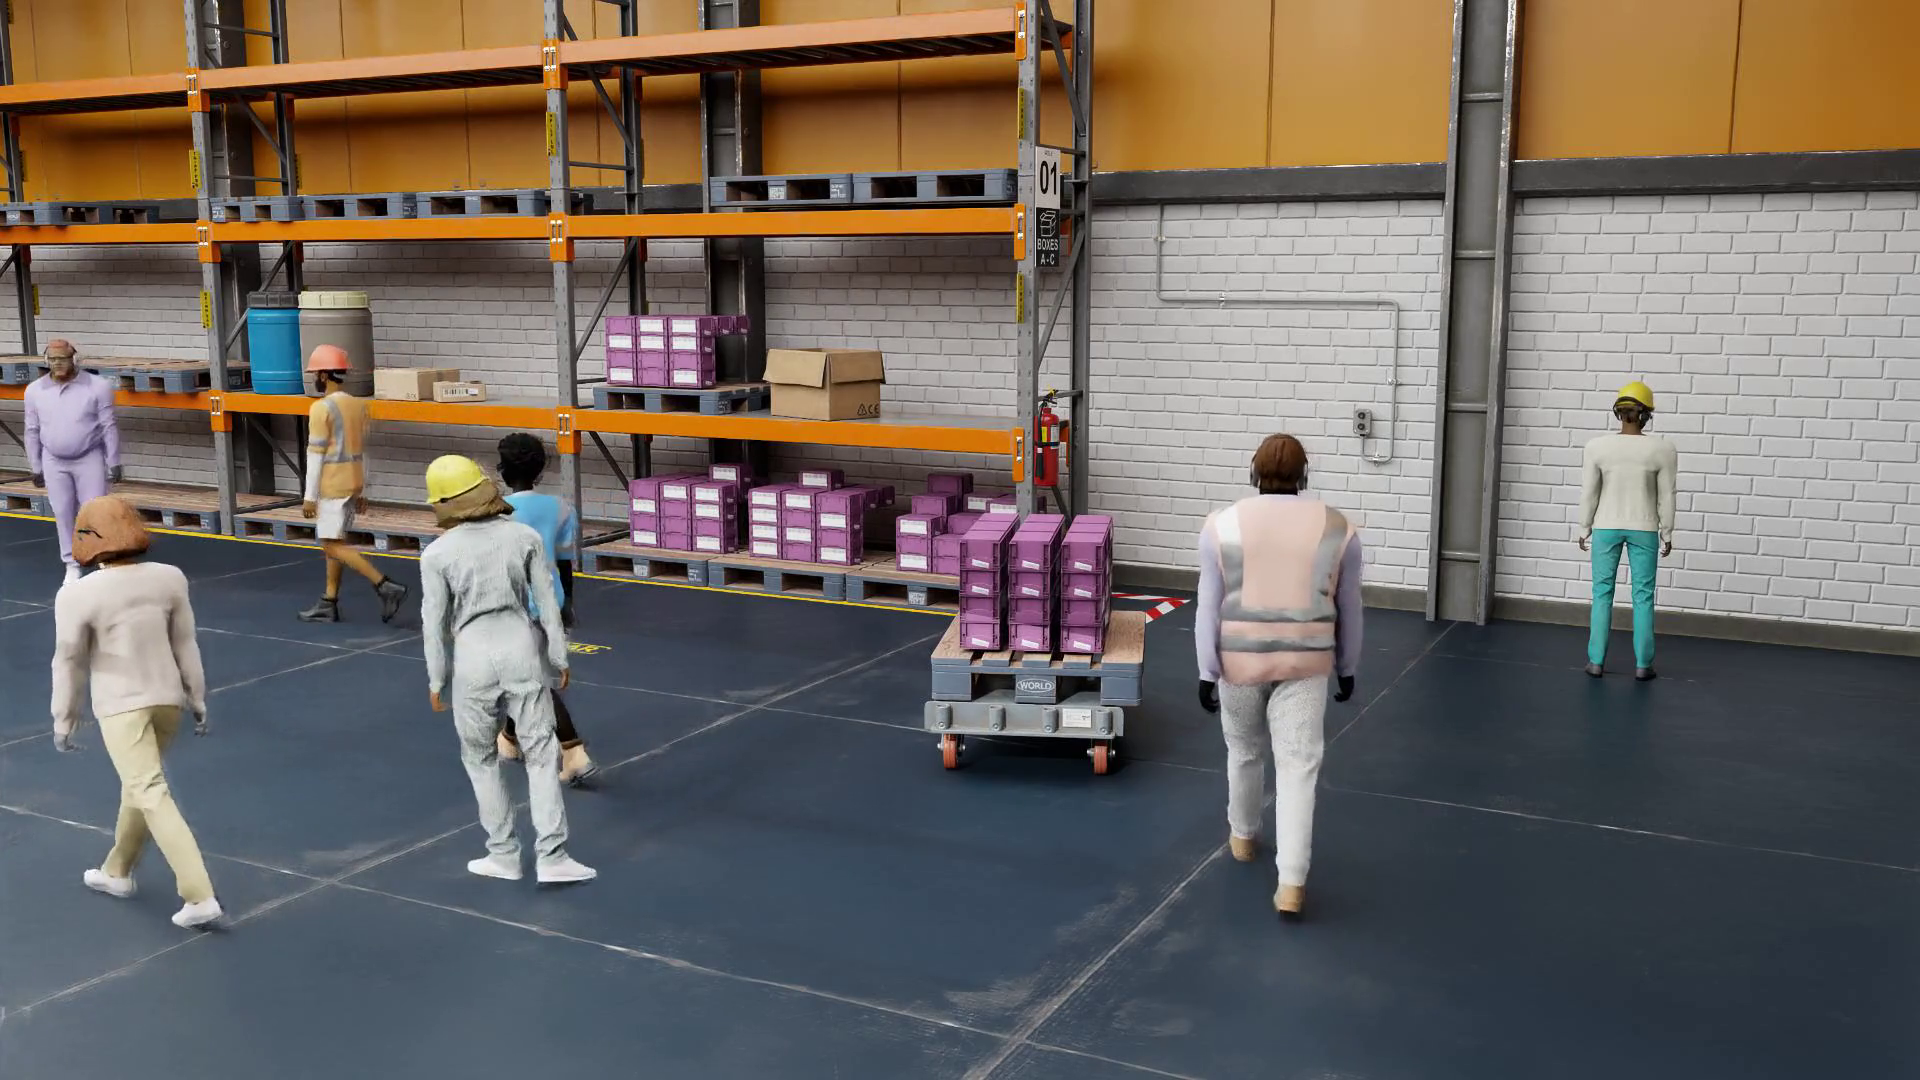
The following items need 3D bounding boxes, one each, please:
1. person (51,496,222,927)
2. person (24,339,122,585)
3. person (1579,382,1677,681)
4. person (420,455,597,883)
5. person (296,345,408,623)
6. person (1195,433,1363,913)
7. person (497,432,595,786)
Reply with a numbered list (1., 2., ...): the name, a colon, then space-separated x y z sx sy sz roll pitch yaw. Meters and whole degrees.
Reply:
1. person: -3.058 0.628 6.169 0.870 1.586 0.508 5 10 28
2. person: -6.825 -0.604 12.817 0.669 1.892 0.487 -2 9 -13
3. person: 3.933 -0.050 9.826 0.530 1.760 0.333 4 10 23
4. person: -1.779 0.518 6.503 0.581 1.695 0.555 -5 10 -28
5. person: -4.154 -0.359 11.243 0.808 1.917 0.549 1 9 7
6. person: 1.237 0.485 6.456 0.645 1.794 0.970 1 9 8
7. person: -2.030 0.316 7.883 0.878 1.657 0.531 5 11 30
